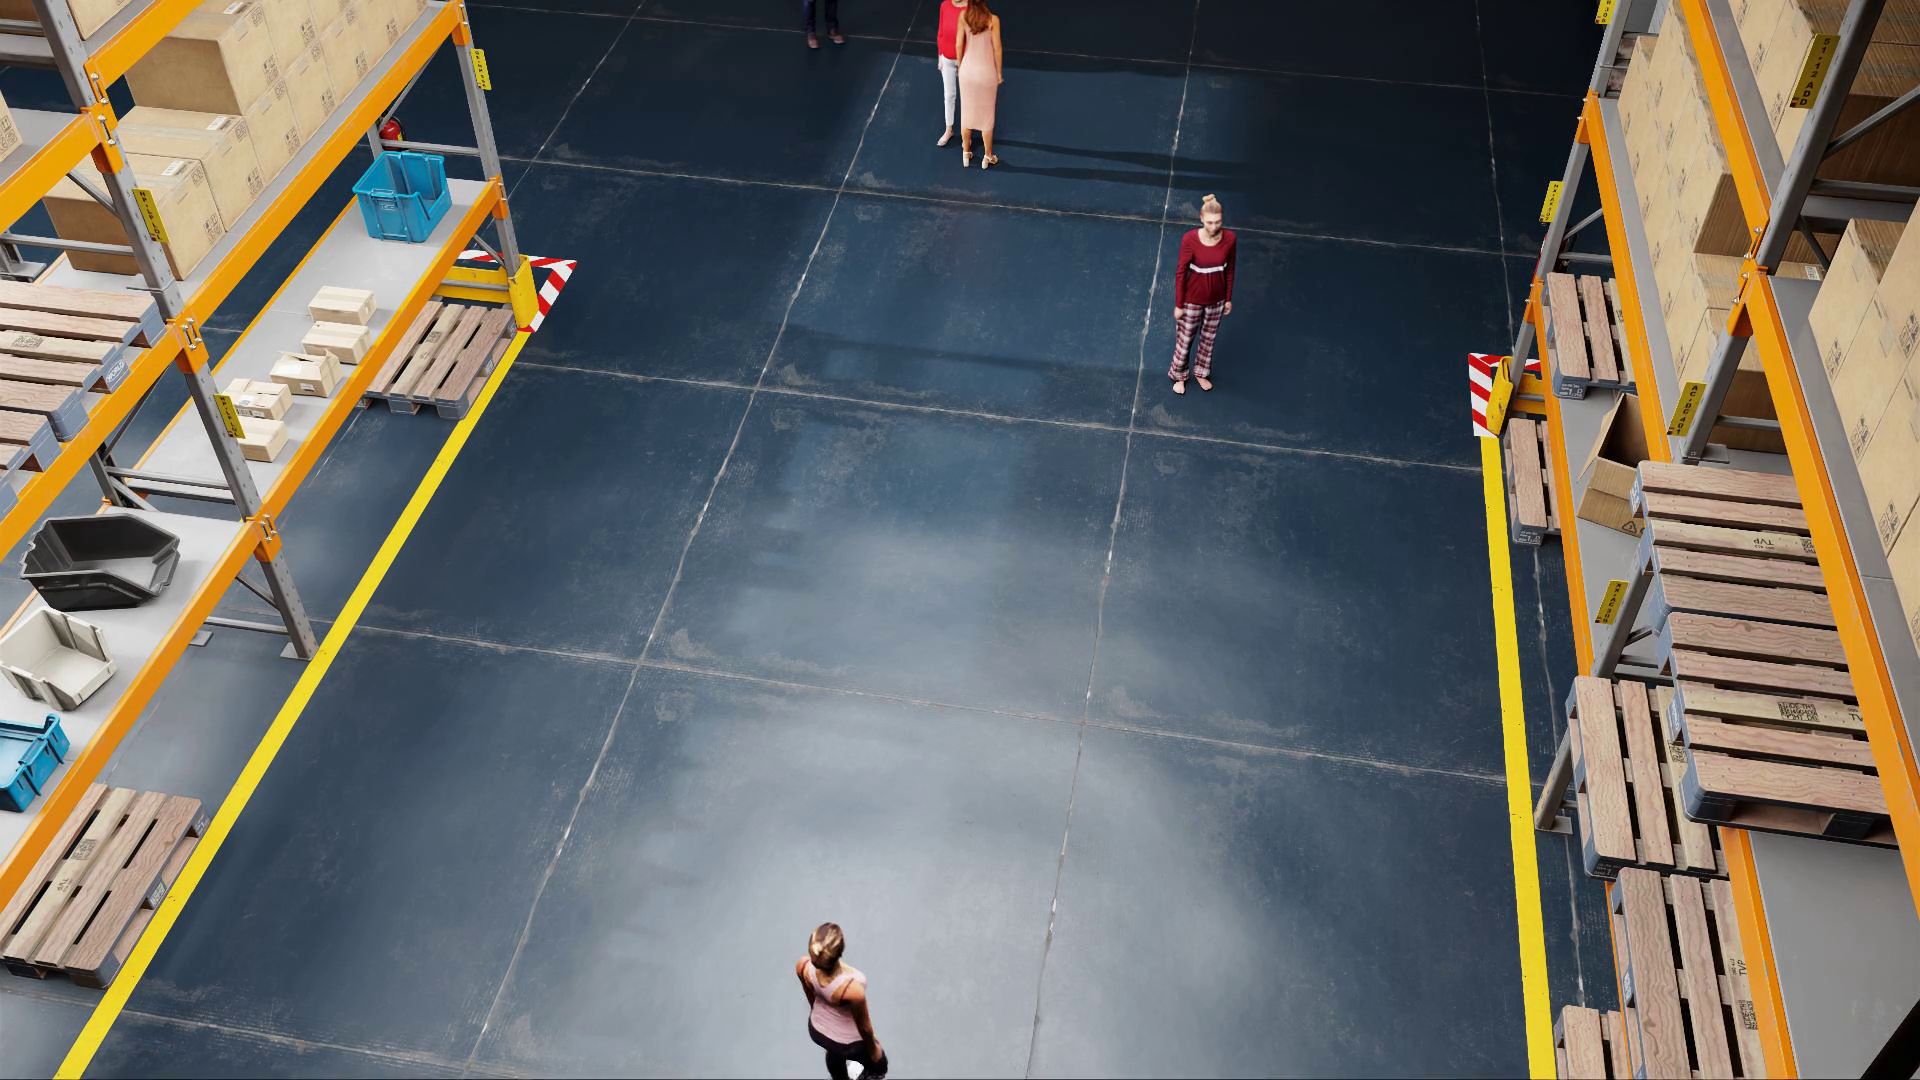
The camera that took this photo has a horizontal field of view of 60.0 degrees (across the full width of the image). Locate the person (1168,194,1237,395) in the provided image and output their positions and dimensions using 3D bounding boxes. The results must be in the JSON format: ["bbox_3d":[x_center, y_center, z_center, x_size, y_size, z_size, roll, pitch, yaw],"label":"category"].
[{"bbox_3d":[1.863,-1.866,12.755,0.685,1.699,0.638,-8,44,-9],"label":"person"}]

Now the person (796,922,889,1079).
[{"bbox_3d":[-0.617,2.465,8.249,0.772,1.642,0.878,25,49,24],"label":"person"}]

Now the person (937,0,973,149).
[{"bbox_3d":[-0.011,-4.470,15.492,0.552,1.693,0.552,10,44,10],"label":"person"}]

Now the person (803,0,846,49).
[{"bbox_3d":[-1.449,-5.936,16.925,0.859,1.841,0.886,-19,47,-19],"label":"person"}]

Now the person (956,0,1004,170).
[{"bbox_3d":[0.166,-4.239,15.149,0.615,1.832,0.562,14,45,14],"label":"person"}]
